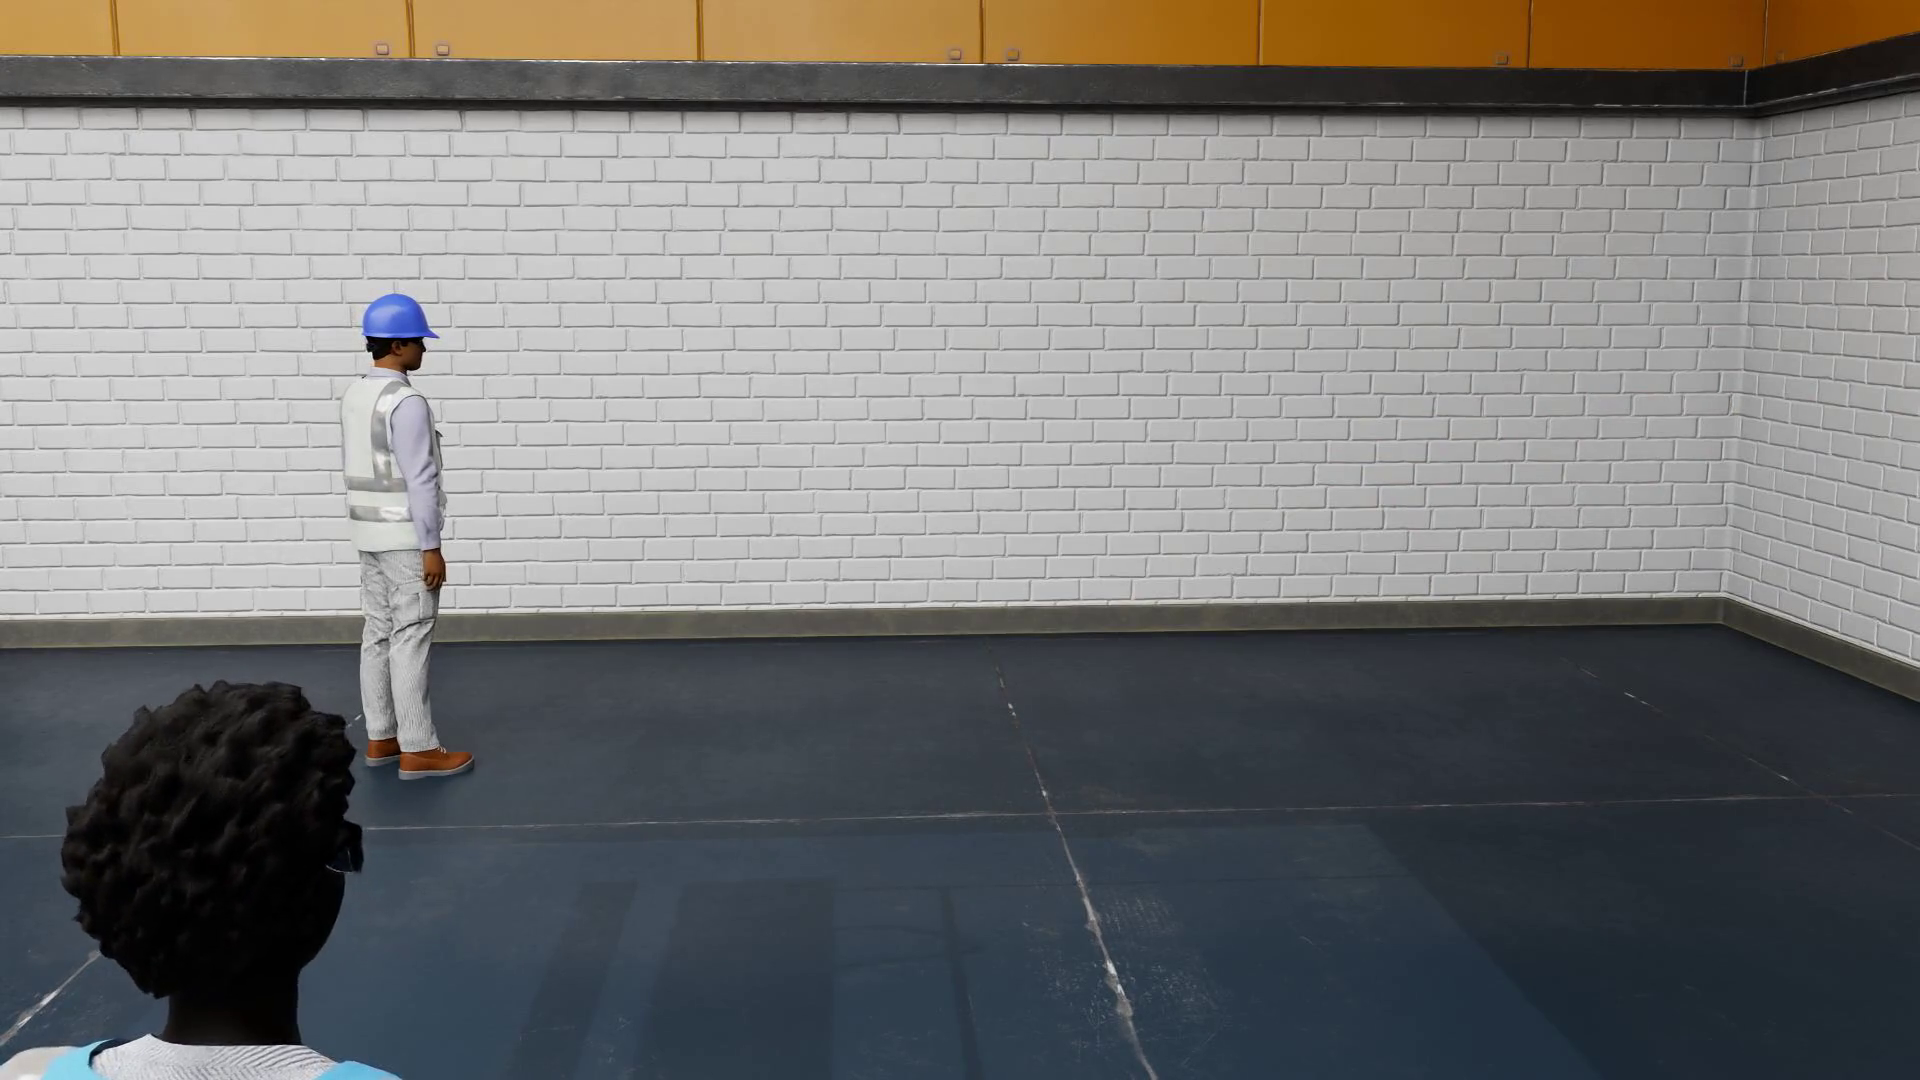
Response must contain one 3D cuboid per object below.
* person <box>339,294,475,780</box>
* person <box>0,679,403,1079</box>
[{"bbox_3d":[-2.261,-0.012,6.722,0.390,1.946,0.614,-9,13,-44],"label":"person"},{"bbox_3d":[-0.576,0.954,1.437,0.535,1.699,0.318,2,9,10],"label":"person"}]
